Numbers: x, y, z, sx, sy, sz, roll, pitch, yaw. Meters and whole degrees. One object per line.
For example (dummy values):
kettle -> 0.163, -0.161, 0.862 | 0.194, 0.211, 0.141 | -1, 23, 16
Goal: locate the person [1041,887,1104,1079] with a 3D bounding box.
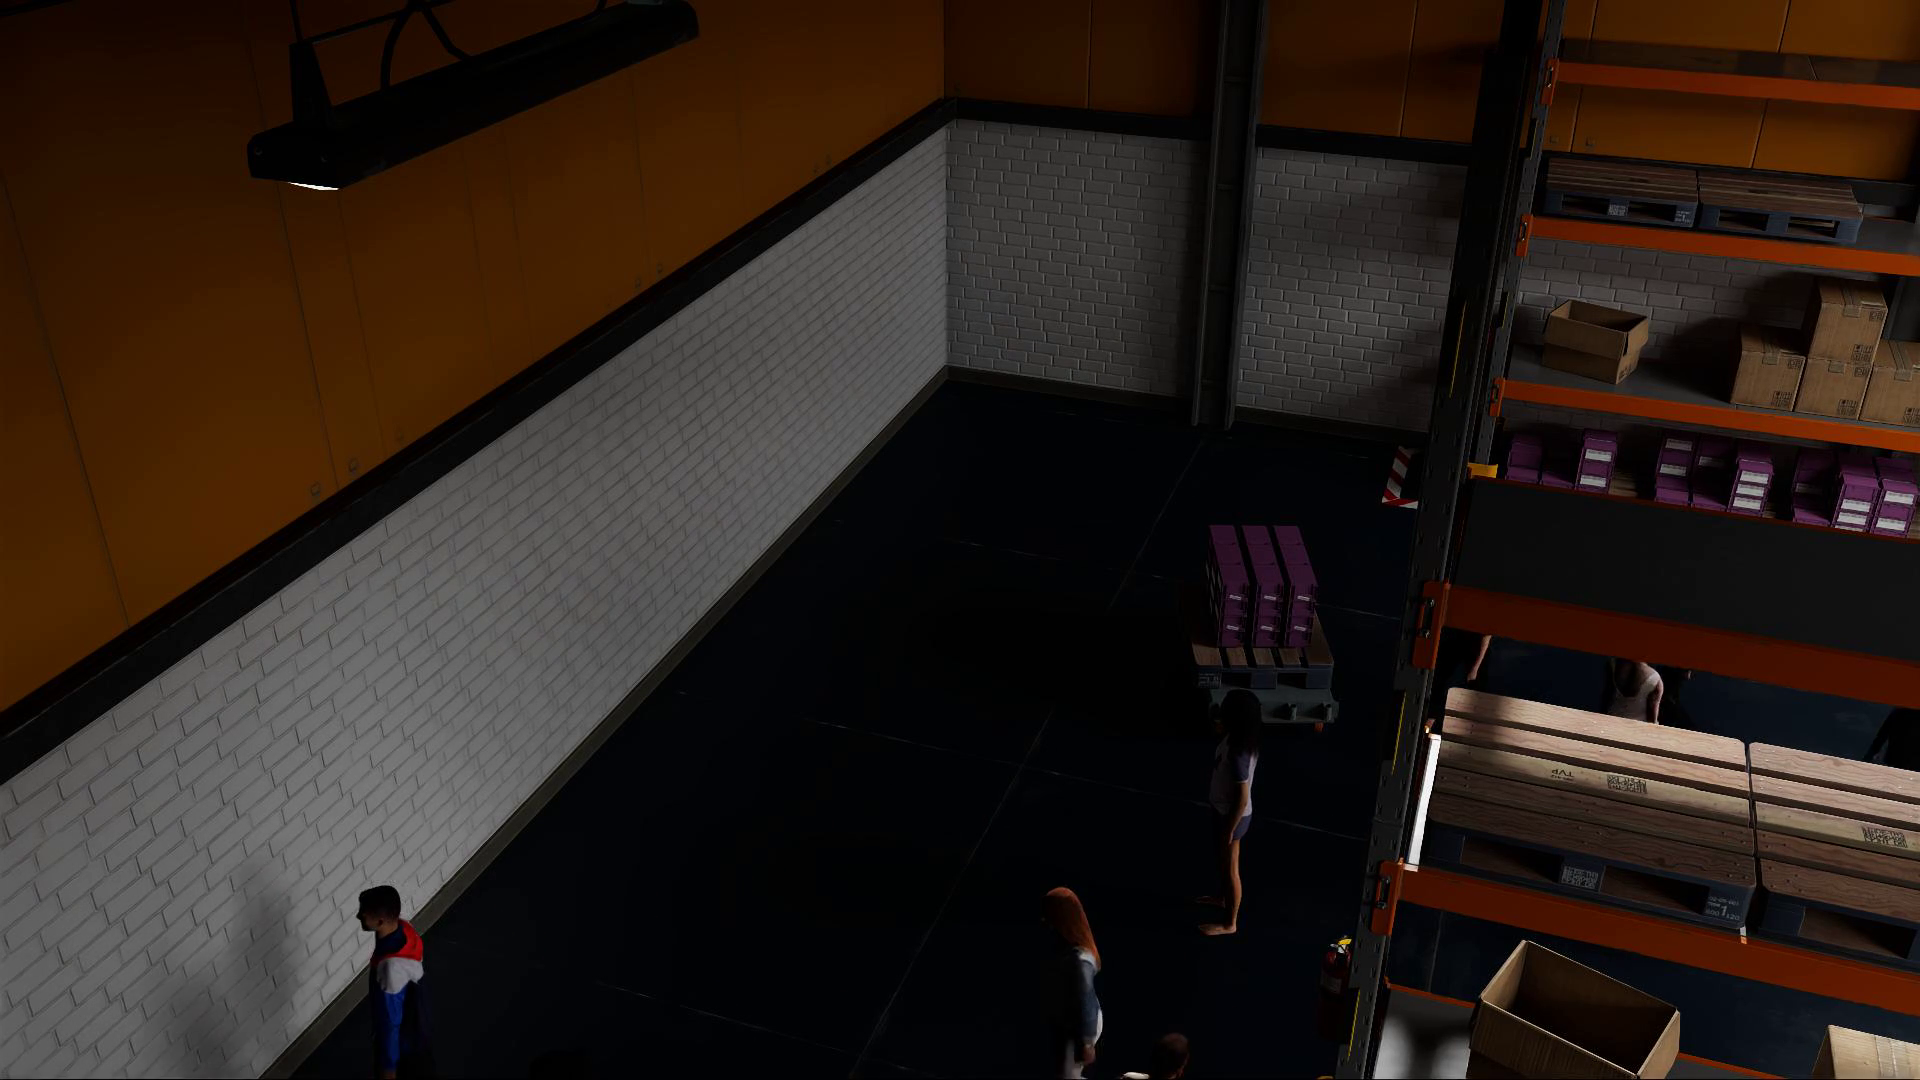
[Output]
person -> 0.678, 2.473, 8.635 | 0.920, 1.677, 0.826 | -5, 29, -10

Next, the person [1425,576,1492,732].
person -> 3.634, 0.759, 11.761 | 1.012, 1.694, 1.110 | -21, 35, -34

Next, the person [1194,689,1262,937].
person -> 1.642, 1.640, 10.105 | 0.590, 1.734, 0.636 | 2, 29, 4

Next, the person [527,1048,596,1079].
person -> -1.770, 2.979, 7.647 | 0.762, 1.736, 0.708 | -11, 31, -20

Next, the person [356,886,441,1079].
person -> -2.756, 2.502, 8.525 | 1.175, 1.733, 1.038 | -8, 30, -14

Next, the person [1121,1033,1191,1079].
person -> 0.854, 3.008, 7.914 | 0.964, 1.430, 0.735 | 2, 29, 4
